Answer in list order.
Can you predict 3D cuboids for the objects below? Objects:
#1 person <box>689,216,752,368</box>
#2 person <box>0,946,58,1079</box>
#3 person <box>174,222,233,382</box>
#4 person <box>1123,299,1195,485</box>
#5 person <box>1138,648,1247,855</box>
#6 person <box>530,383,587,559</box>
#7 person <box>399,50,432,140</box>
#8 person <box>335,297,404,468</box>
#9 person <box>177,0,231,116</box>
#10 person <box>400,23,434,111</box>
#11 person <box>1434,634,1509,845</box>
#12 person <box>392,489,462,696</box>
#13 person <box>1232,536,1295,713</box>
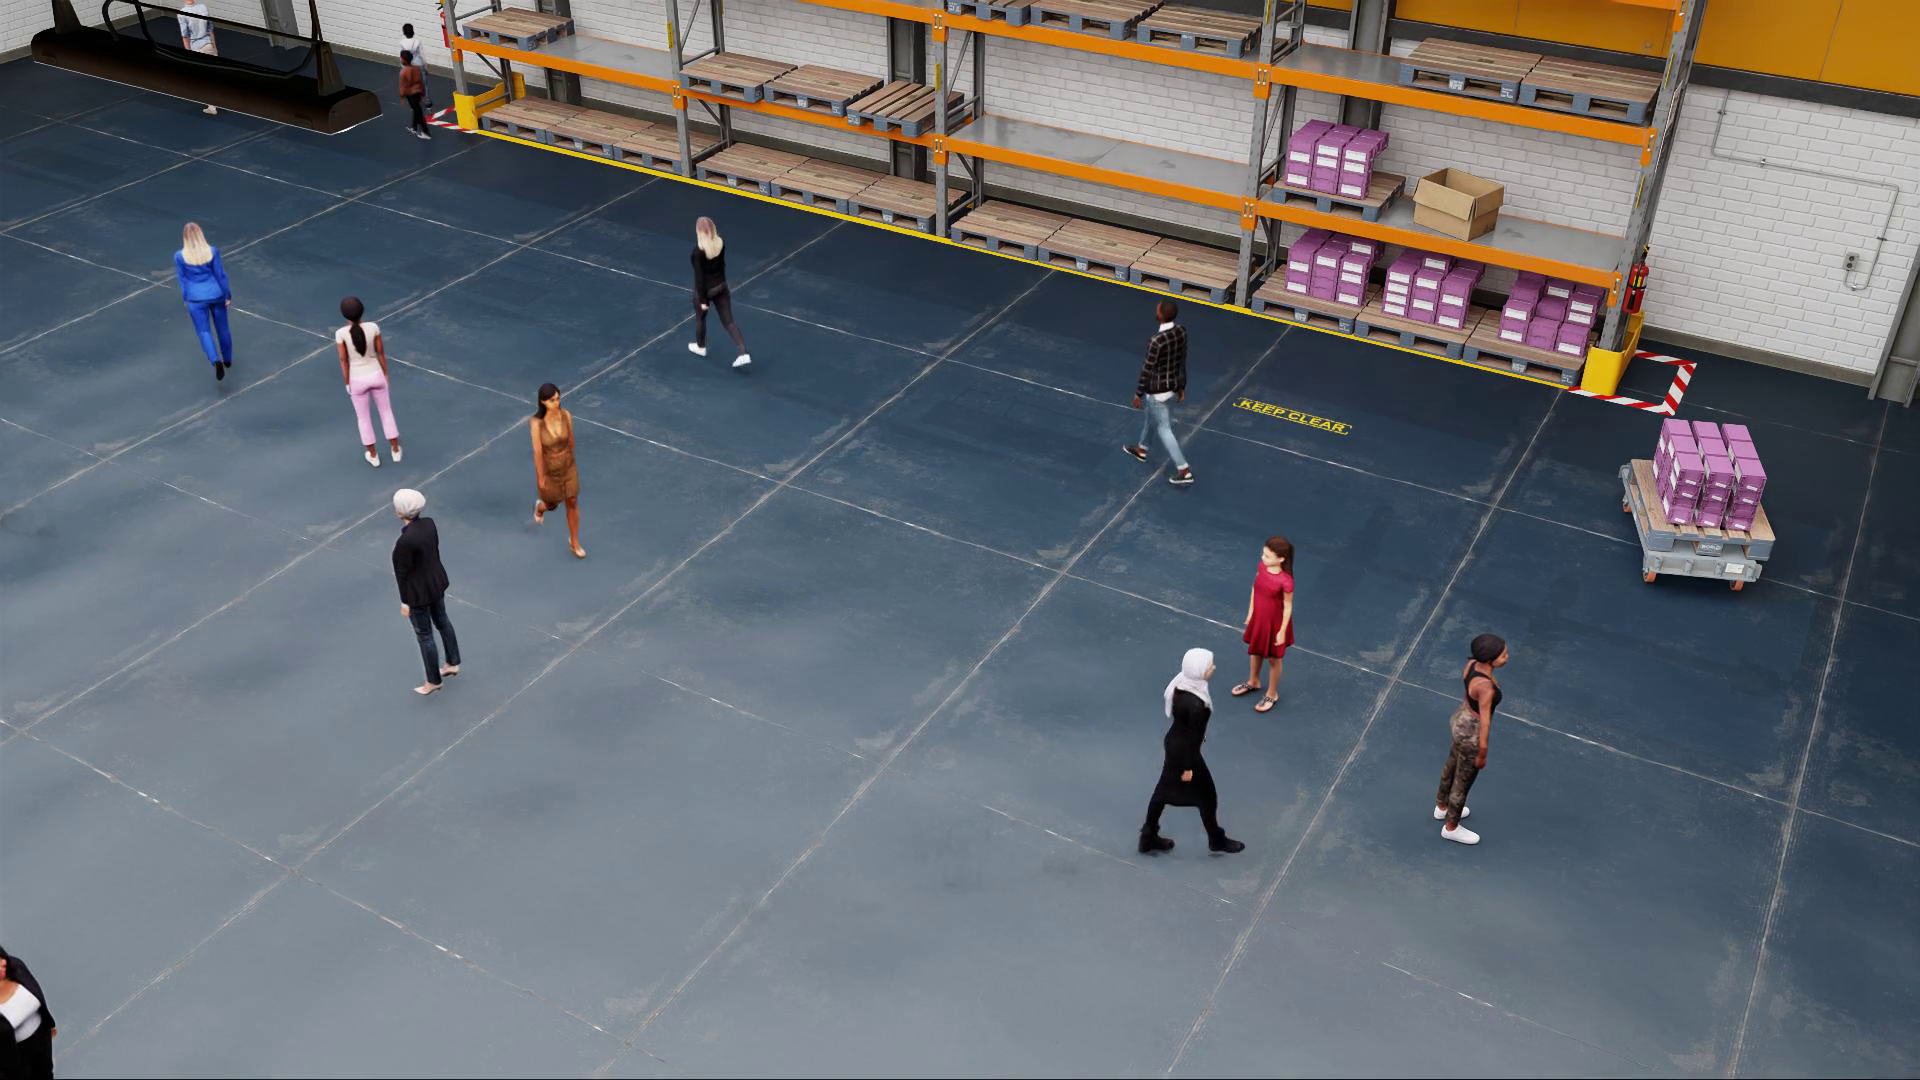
[{"bbox_3d":[-2.527,-2.565,17.467,1.212,1.646,0.773,26,41,33],"label":"person"},{"bbox_3d":[-5.322,2.845,9.356,0.739,1.616,0.733,6,34,8],"label":"person"},{"bbox_3d":[-7.819,-2.462,17.279,0.926,1.684,1.078,-16,37,-23],"label":"person"},{"bbox_3d":[1.953,-1.351,15.516,0.929,1.784,1.275,-27,42,-34],"label":"person"},{"bbox_3d":[1.436,1.471,11.302,1.073,1.751,0.949,-4,34,-6],"label":"person"},{"bbox_3d":[-3.568,-0.628,14.528,0.748,1.675,0.967,-26,42,-34],"label":"person"},{"bbox_3d":[-7.633,-6.244,23.374,0.736,1.236,0.524,17,37,24],"label":"person"},{"bbox_3d":[-5.620,-1.510,15.796,0.646,1.740,0.654,-20,39,-27],"label":"person"},{"bbox_3d":[-11.020,-7.134,24.162,0.588,1.846,0.685,24,41,32],"label":"person"},{"bbox_3d":[-8.004,-6.948,24.412,0.577,1.259,0.641,-7,34,-10],"label":"person"},{"bbox_3d":[3.540,1.347,11.534,0.674,1.700,0.657,1,34,2],"label":"person"},{"bbox_3d":[-4.142,0.408,12.745,0.665,1.779,0.771,10,35,14],"label":"person"},{"bbox_3d":[2.388,0.603,12.787,0.712,1.552,0.648,-22,39,-29],"label":"person"}]
